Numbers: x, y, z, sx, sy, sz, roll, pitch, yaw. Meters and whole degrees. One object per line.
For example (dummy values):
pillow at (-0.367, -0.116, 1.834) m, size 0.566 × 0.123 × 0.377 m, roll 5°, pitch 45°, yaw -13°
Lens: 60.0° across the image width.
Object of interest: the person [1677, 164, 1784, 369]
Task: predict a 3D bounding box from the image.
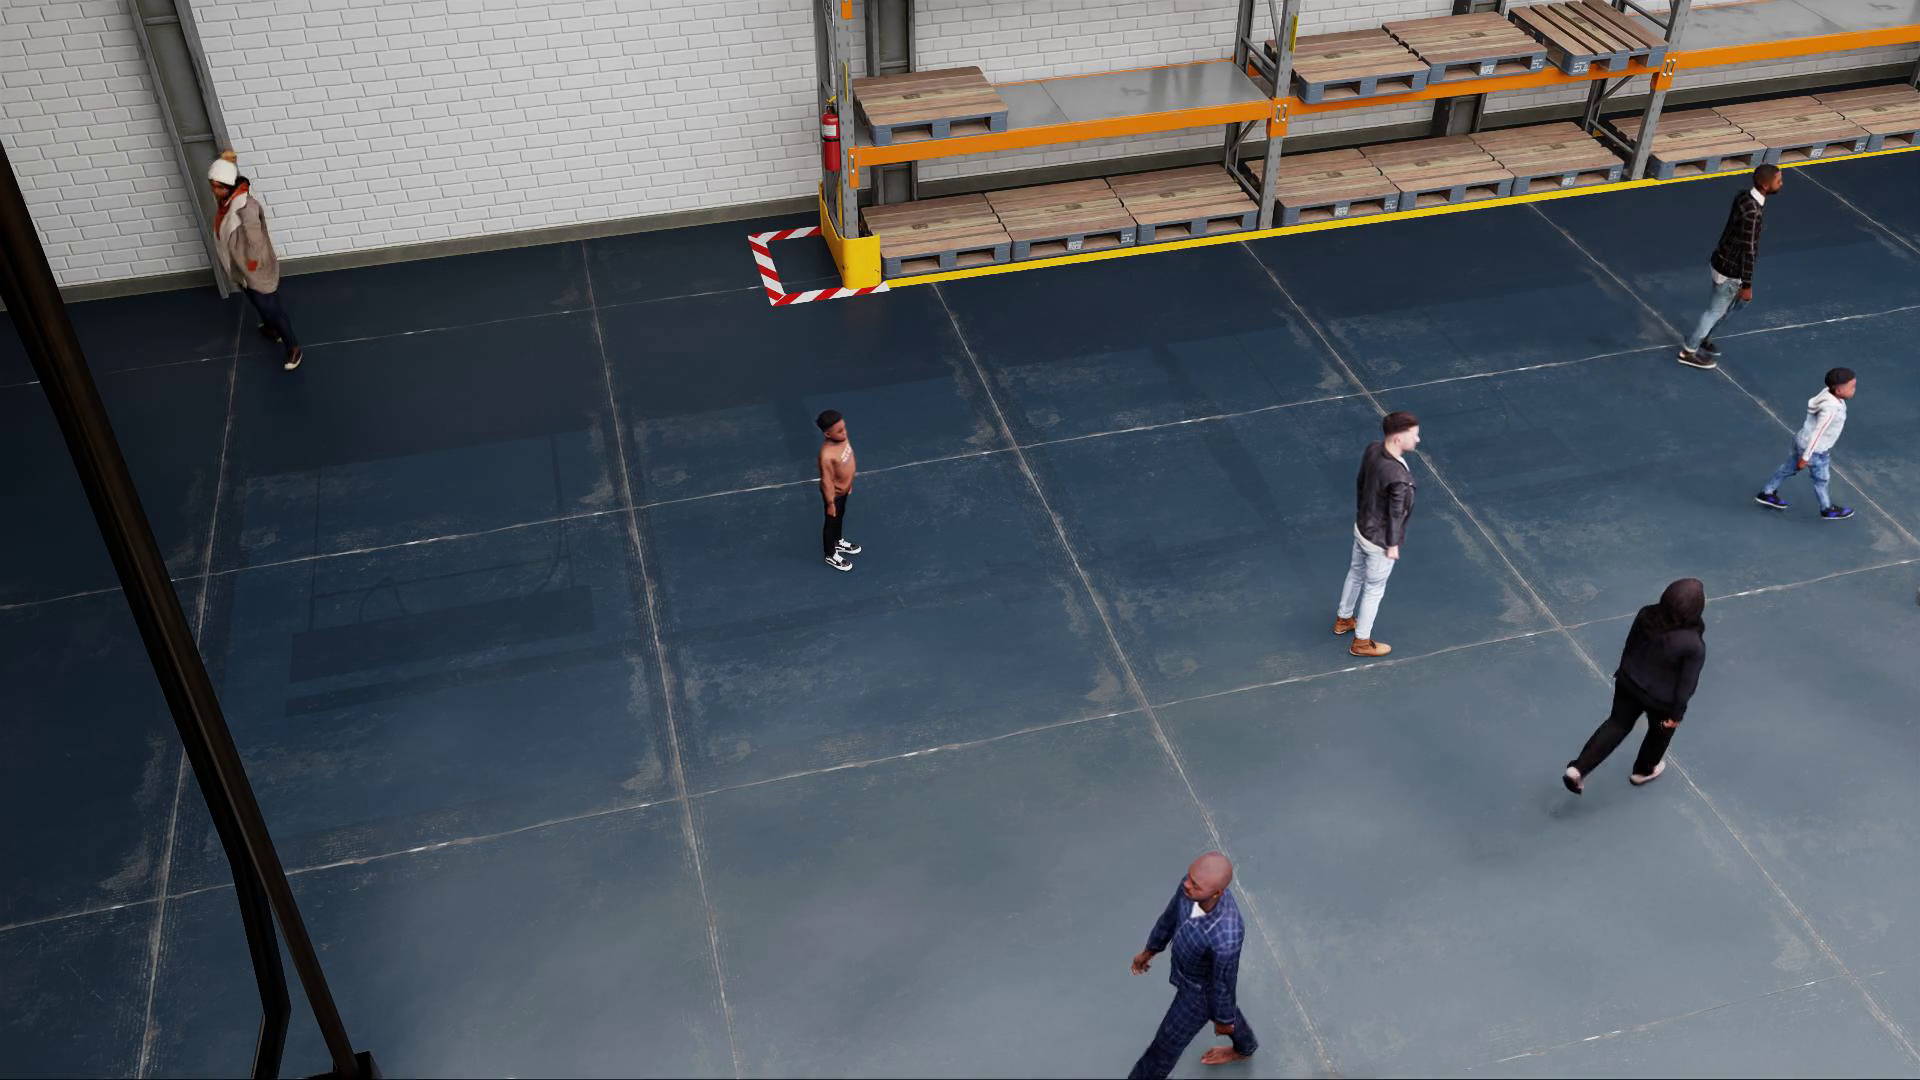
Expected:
person at (6.118, -2.204, 13.428) m, size 0.840 × 1.805 × 0.803 m, roll 12°, pitch 40°, yaw 15°

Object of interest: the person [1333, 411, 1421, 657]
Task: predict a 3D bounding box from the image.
person at (2.682, -0.044, 10.699) m, size 0.529 × 1.835 × 0.649 m, roll -9°, pitch 40°, yaw -11°

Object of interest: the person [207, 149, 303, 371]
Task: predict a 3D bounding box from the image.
person at (-5.760, -2.341, 13.539) m, size 0.978 × 1.879 × 1.062 m, roll -23°, pitch 44°, yaw -26°

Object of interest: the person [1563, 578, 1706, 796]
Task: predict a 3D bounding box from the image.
person at (3.970, 0.910, 9.697) m, size 1.100 × 1.594 × 0.836 m, roll -21°, pitch 43°, yaw -24°

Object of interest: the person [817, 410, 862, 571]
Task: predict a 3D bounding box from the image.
person at (-0.867, -0.375, 11.579) m, size 0.611 × 1.254 × 0.591 m, roll 11°, pitch 40°, yaw 13°

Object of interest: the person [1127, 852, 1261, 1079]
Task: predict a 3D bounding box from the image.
person at (1.240, 2.100, 8.069) m, size 1.177 × 1.767 × 0.718 m, roll -7°, pitch 39°, yaw -9°

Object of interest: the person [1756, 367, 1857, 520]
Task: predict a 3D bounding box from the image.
person at (6.112, -0.708, 12.016) m, size 0.924 × 1.228 × 0.799 m, roll 13°, pitch 41°, yaw 16°
